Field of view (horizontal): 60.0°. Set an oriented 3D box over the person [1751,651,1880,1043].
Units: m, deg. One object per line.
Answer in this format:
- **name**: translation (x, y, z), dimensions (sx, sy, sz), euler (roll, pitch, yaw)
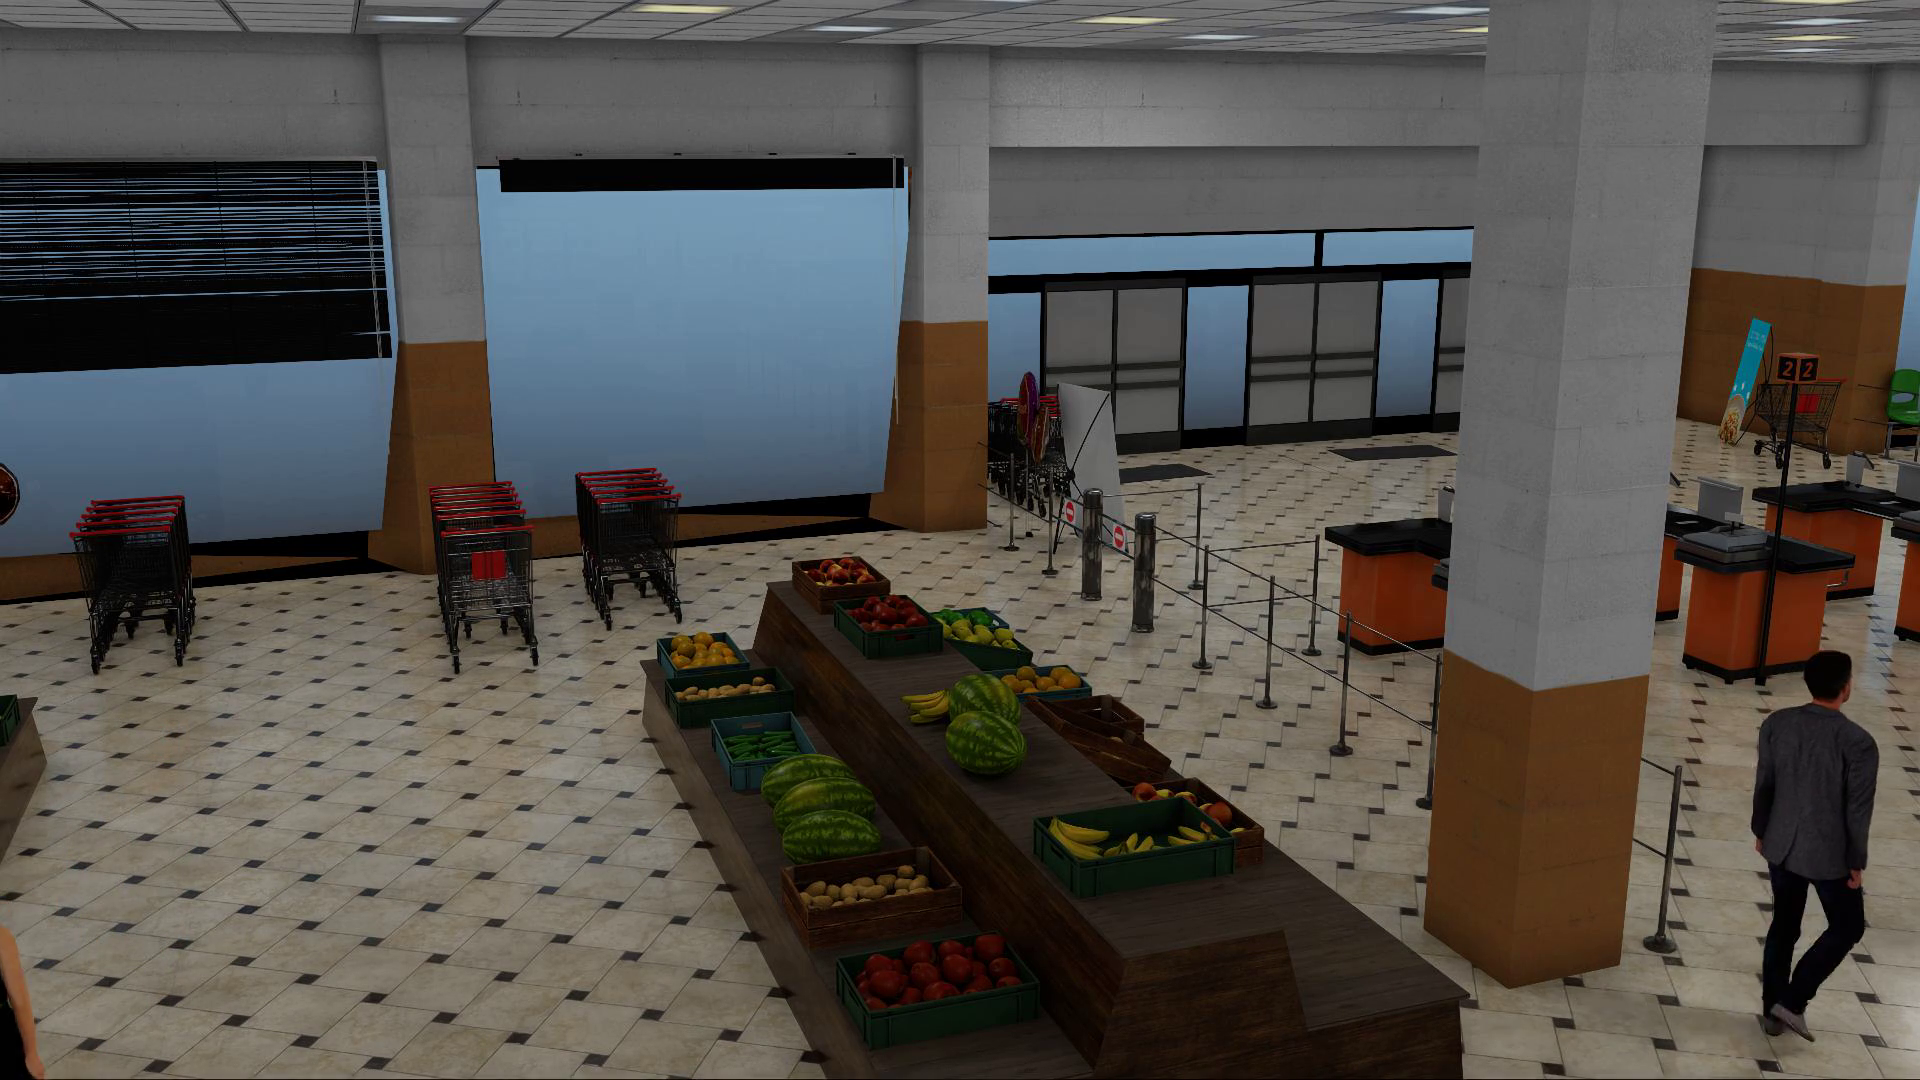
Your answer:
- **person**: translation (3.822, 1.432, 7.548), dimensions (0.859, 1.859, 0.773), euler (-10, 17, -34)
